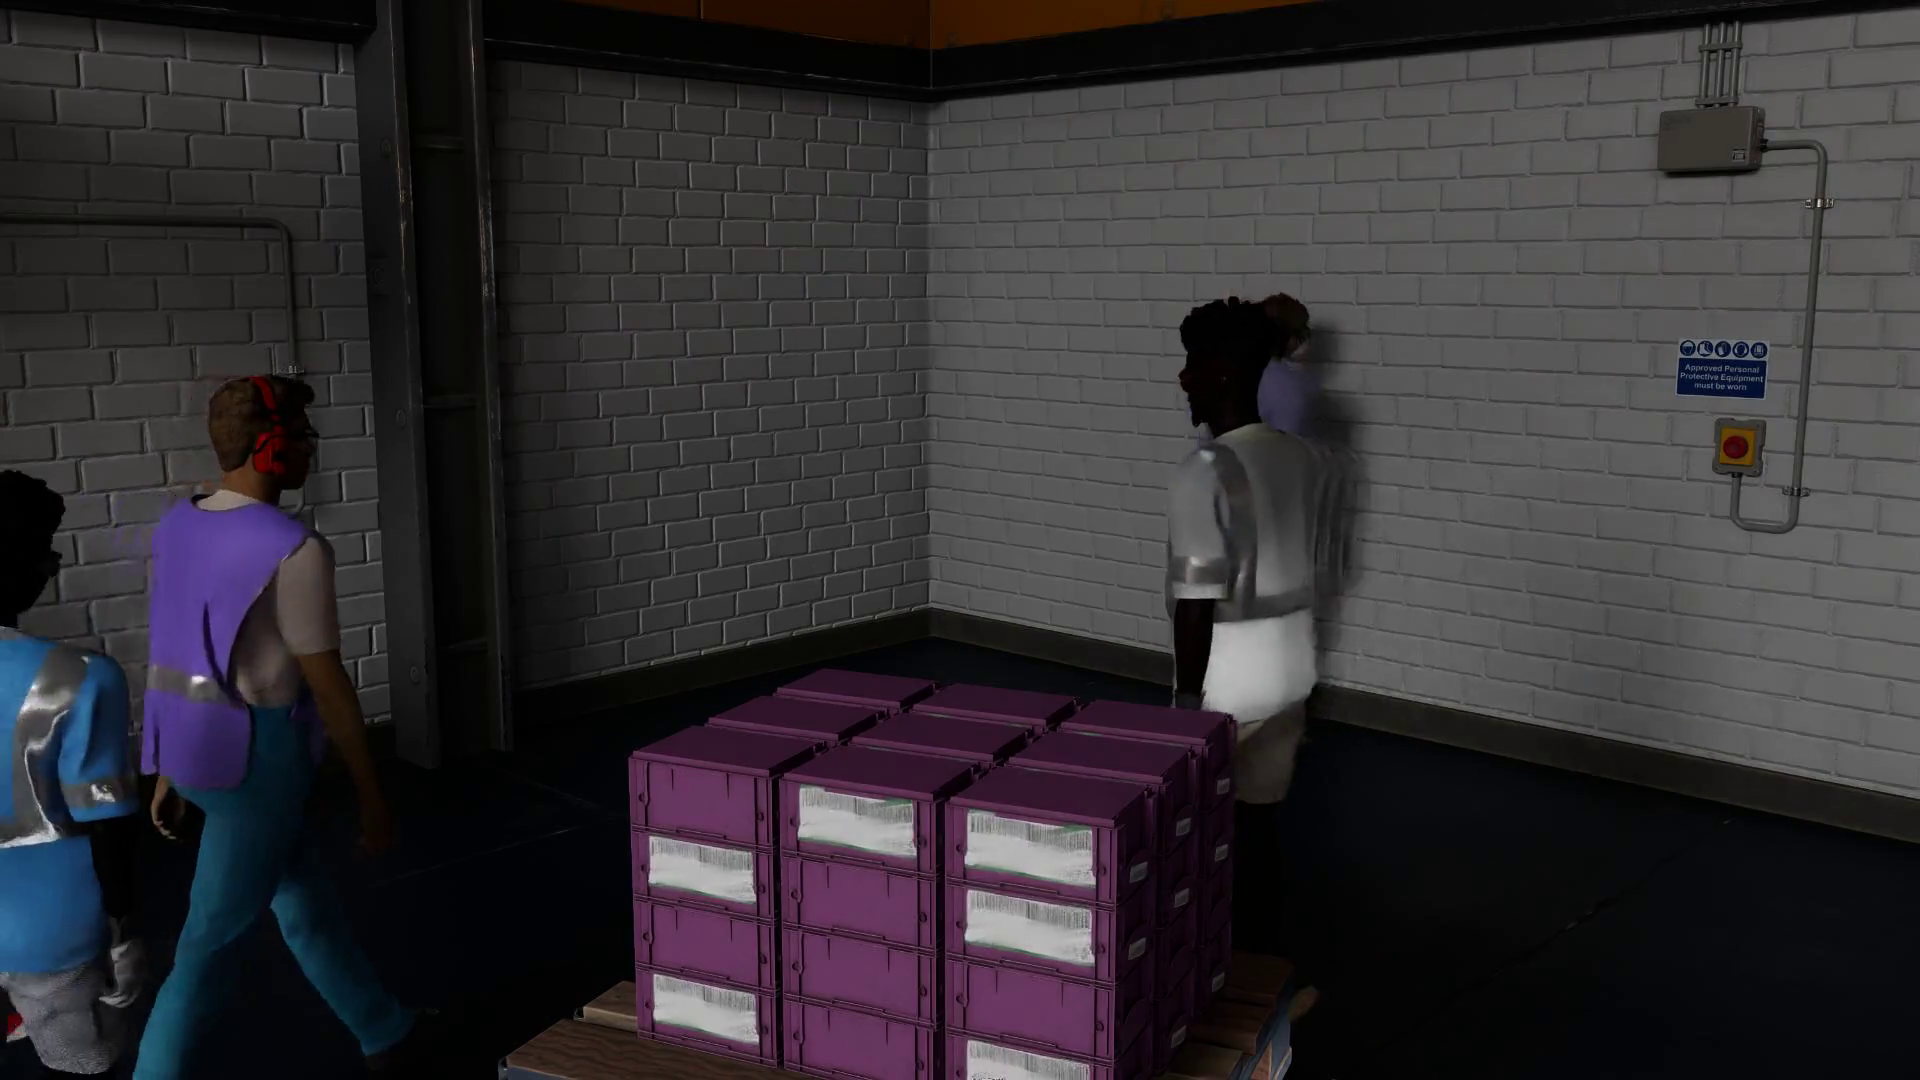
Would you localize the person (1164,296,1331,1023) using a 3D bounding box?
[{"bbox_3d":[0.728,0.360,4.258,0.602,1.953,0.457,-9,13,-44],"label":"person"}]

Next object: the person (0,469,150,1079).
[{"bbox_3d":[-1.739,0.716,2.961,0.543,1.675,0.696,0,9,1],"label":"person"}]

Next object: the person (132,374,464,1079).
[{"bbox_3d":[-1.584,0.522,3.809,0.587,1.788,1.015,8,12,39],"label":"person"}]

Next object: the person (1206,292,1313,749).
[{"bbox_3d":[1.258,-0.070,7.045,0.413,1.918,0.673,-5,10,-27],"label":"person"}]
